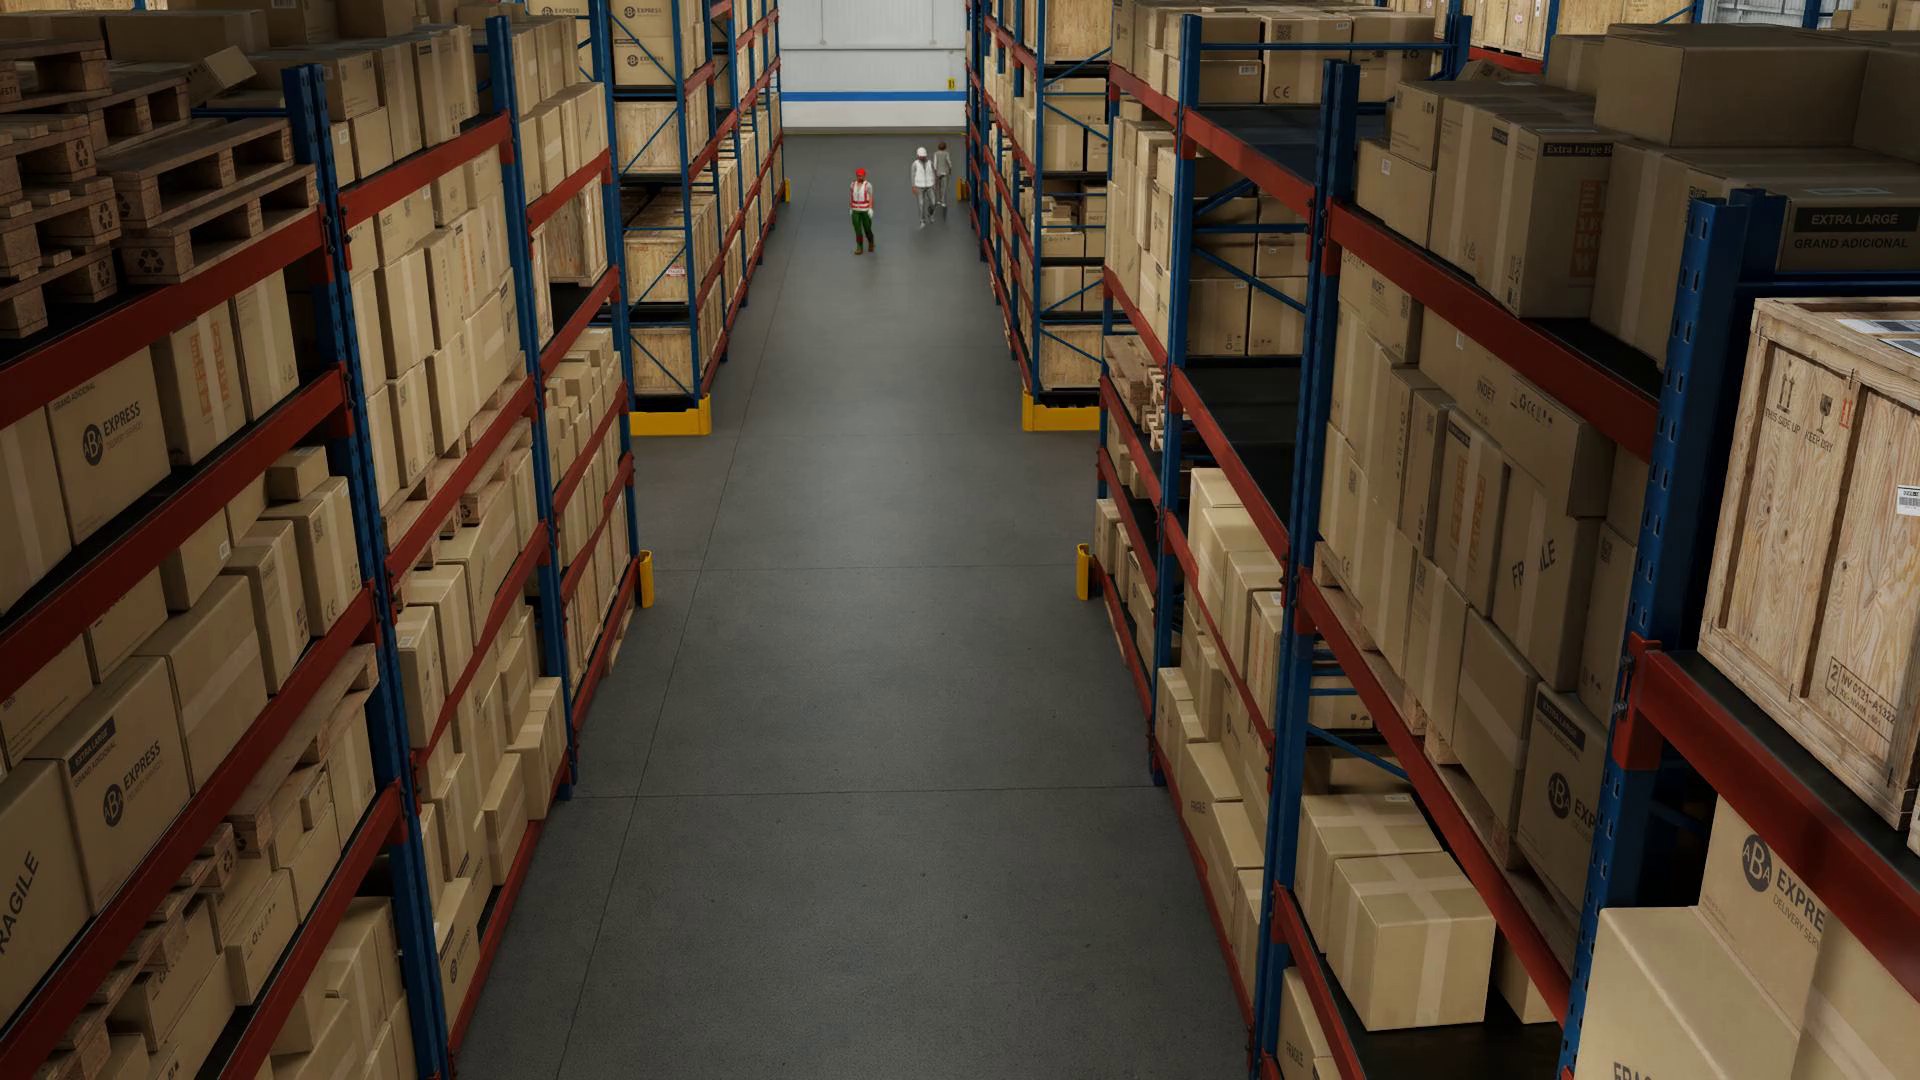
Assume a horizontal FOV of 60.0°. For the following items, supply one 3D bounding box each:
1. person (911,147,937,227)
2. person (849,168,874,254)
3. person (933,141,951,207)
[{"bbox_3d":[-0.809,-8.090,38.118,0.573,1.775,0.536,-5,21,-14],"label":"person"},{"bbox_3d":[-2.058,-6.931,35.005,0.547,1.794,0.611,6,21,16],"label":"person"},{"bbox_3d":[-0.430,-9.027,40.910,0.426,1.566,0.841,2,21,4],"label":"person"}]
